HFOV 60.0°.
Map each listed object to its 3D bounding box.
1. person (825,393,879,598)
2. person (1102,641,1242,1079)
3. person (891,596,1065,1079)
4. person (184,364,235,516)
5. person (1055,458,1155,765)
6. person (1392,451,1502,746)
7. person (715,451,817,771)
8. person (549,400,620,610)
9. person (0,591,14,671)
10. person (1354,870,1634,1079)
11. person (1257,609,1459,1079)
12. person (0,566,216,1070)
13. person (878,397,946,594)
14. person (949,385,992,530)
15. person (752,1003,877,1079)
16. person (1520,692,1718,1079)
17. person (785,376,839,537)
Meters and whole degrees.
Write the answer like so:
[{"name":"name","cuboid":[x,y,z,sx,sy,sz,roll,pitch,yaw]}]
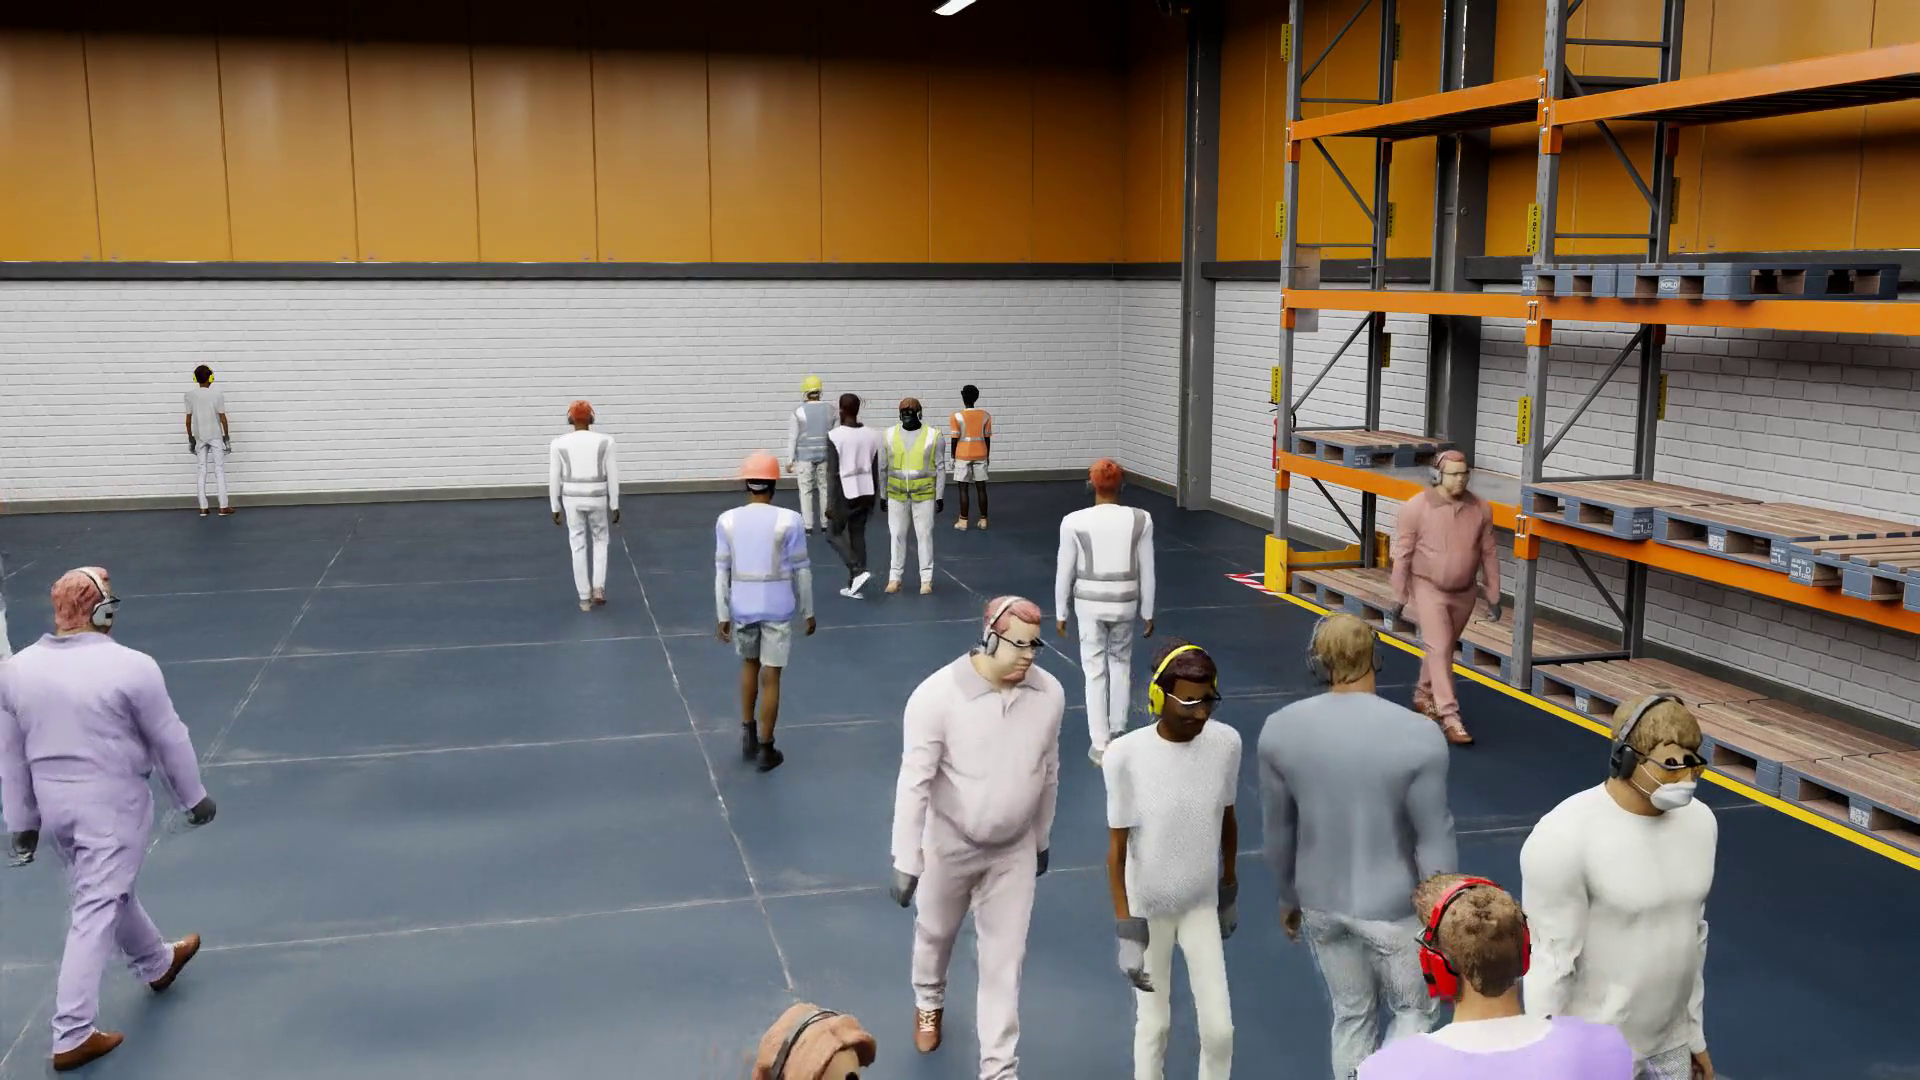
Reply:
[{"name":"person","cuboid":[-0.993,-0.394,15.219,0.615,1.897,0.455,-9,13,-43]},{"name":"person","cuboid":[0.713,1.220,5.356,0.532,1.841,0.573,-2,9,-13]},{"name":"person","cuboid":[0.051,1.099,6.108,0.717,1.849,0.962,-4,10,-22]},{"name":"person","cuboid":[-9.268,-1.231,20.534,0.512,1.873,0.328,-1,9,-6]},{"name":"person","cuboid":[0.870,0.428,10.170,0.604,1.870,0.494,-1,9,-8]},{"name":"person","cuboid":[3.163,0.341,10.769,0.666,1.853,0.991,-2,9,-12]},{"name":"person","cuboid":[-1.172,0.419,10.115,0.570,1.915,0.624,2,9,14]},{"name":"person","cuboid":[-3.348,-0.318,14.827,0.604,1.870,0.495,-2,9,-13]},{"name":"person","cuboid":[-6.356,0.495,10.576,0.801,1.593,0.526,-6,11,-33]},{"name":"person","cuboid":[1.062,1.569,3.288,0.584,1.805,0.935,0,9,1]},{"name":"person","cuboid":[1.256,1.188,5.337,0.689,1.906,0.479,6,11,34]},{"name":"person","cuboid":[-3.300,1.022,6.517,0.642,1.856,0.993,2,9,14]},{"name":"person","cuboid":[-0.454,-0.410,15.498,0.634,1.842,0.429,2,9,9]},{"name":"person","cuboid":[0.120,-0.958,19.371,0.539,1.695,0.318,-4,10,-23]},{"name":"person","cuboid":[-0.208,1.676,3.211,0.816,1.601,0.531,6,11,33]},{"name":"person","cuboid":[1.726,1.331,4.346,0.627,1.936,0.371,-5,10,-27]},{"name":"person","cuboid":[-1.665,-0.939,18.883,0.640,1.814,0.403,-4,10,-24]}]
